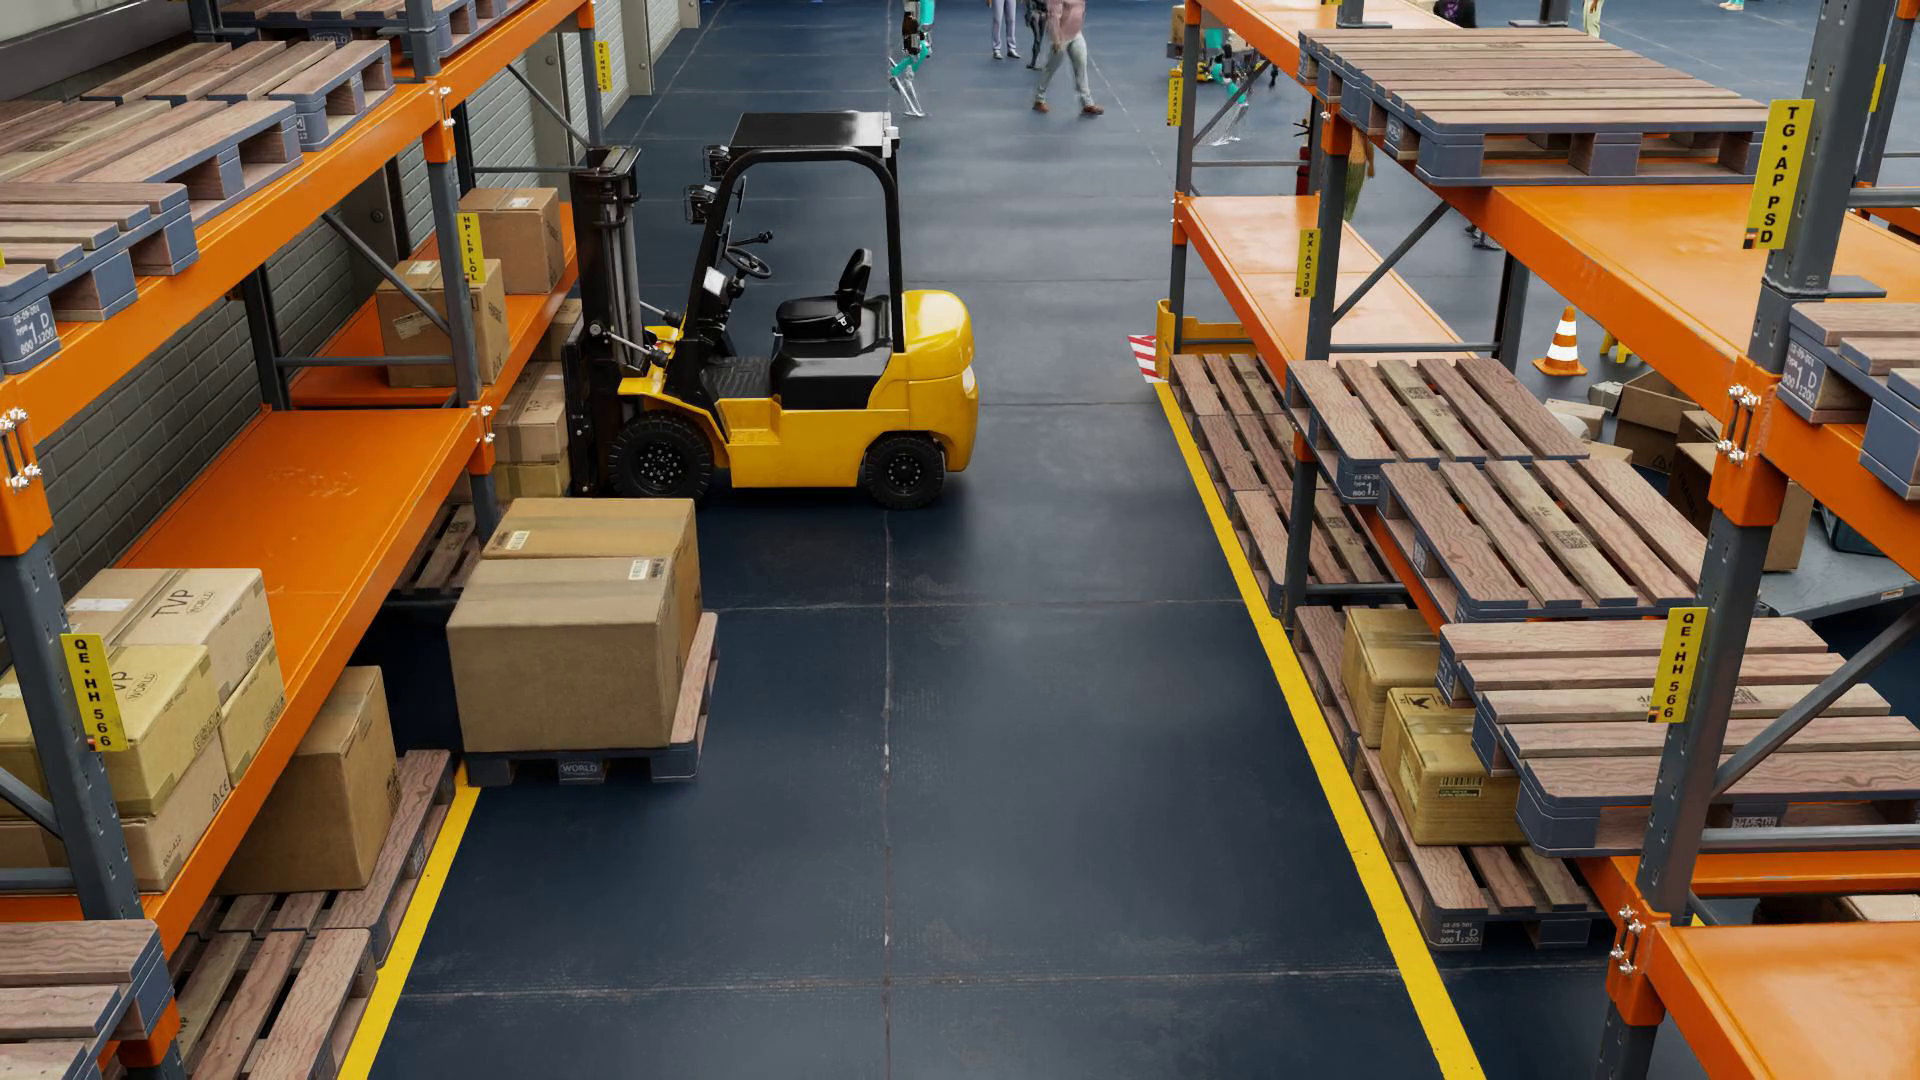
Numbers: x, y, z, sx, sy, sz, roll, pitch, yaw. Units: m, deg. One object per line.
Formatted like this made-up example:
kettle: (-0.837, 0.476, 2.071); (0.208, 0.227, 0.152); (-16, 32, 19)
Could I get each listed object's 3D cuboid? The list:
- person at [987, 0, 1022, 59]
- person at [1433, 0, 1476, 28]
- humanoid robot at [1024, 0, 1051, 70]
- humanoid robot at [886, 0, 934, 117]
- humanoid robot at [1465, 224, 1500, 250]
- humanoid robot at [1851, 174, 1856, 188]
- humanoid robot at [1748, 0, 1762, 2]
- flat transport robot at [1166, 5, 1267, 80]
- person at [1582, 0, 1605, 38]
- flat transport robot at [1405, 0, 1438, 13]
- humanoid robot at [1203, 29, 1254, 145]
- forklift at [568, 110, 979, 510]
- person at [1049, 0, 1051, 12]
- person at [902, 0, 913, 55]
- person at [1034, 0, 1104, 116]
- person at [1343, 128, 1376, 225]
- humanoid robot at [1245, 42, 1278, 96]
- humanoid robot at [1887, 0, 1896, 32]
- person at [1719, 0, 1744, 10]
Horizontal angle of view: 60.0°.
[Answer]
person: (0.634, -8.029, 24.481); (0.565, 1.831, 0.414); (-12, 28, -24)
person: (5.788, -5.711, 19.584); (0.587, 1.822, 0.456); (14, 29, 28)
humanoid robot: (1.134, -7.505, 23.557); (0.603, 1.648, 0.450); (-21, 33, -37)
humanoid robot: (-0.637, -6.063, 20.455); (0.649, 1.824, 0.530); (9, 27, 19)
humanoid robot: (4.856, -3.510, 15.129); (0.481, 1.647, 0.597); (22, 33, 38)
humanoid robot: (8.666, -4.082, 16.358); (0.808, 1.629, 0.586); (-8, 26, -16)
humanoid robot: (14.514, -10.638, 30.183); (0.612, 1.642, 0.365); (-23, 33, -39)
flat transport robot: (3.657, -6.701, 23.493); (0.659, 0.231, 1.431); (22, 33, 39)
person: (9.004, -7.653, 23.614); (0.401, 1.893, 0.521); (3, 25, 7)
flat transport robot: (6.885, -7.728, 25.668); (1.431, 0.231, 0.659); (-16, 30, -30)
humanoid robot: (3.129, -5.380, 19.006); (0.825, 1.769, 0.536); (-9, 27, -19)
forklift: (-1.043, -1.379, 9.976); (2.313, 2.155, 1.214); (-1, 25, -2)
person: (1.707, -9.978, 28.693); (0.562, 1.751, 0.326); (-3, 25, -7)
person: (-0.746, -8.214, 24.789); (0.364, 1.898, 0.559); (1, 25, 3)
person: (1.315, -6.220, 20.601); (0.657, 1.890, 0.979); (-23, 34, -40)
person: (3.472, -3.348, 14.710); (0.431, 1.701, 0.488); (-15, 29, -29)
humanoid robot: (4.039, -6.671, 21.797); (0.583, 1.644, 0.407); (4, 26, 7)
humanoid robot: (15.027, -8.836, 26.375); (0.393, 1.643, 0.610); (12, 28, 23)
person: (13.777, -10.315, 29.221); (0.381, 1.917, 0.490); (2, 25, 4)
